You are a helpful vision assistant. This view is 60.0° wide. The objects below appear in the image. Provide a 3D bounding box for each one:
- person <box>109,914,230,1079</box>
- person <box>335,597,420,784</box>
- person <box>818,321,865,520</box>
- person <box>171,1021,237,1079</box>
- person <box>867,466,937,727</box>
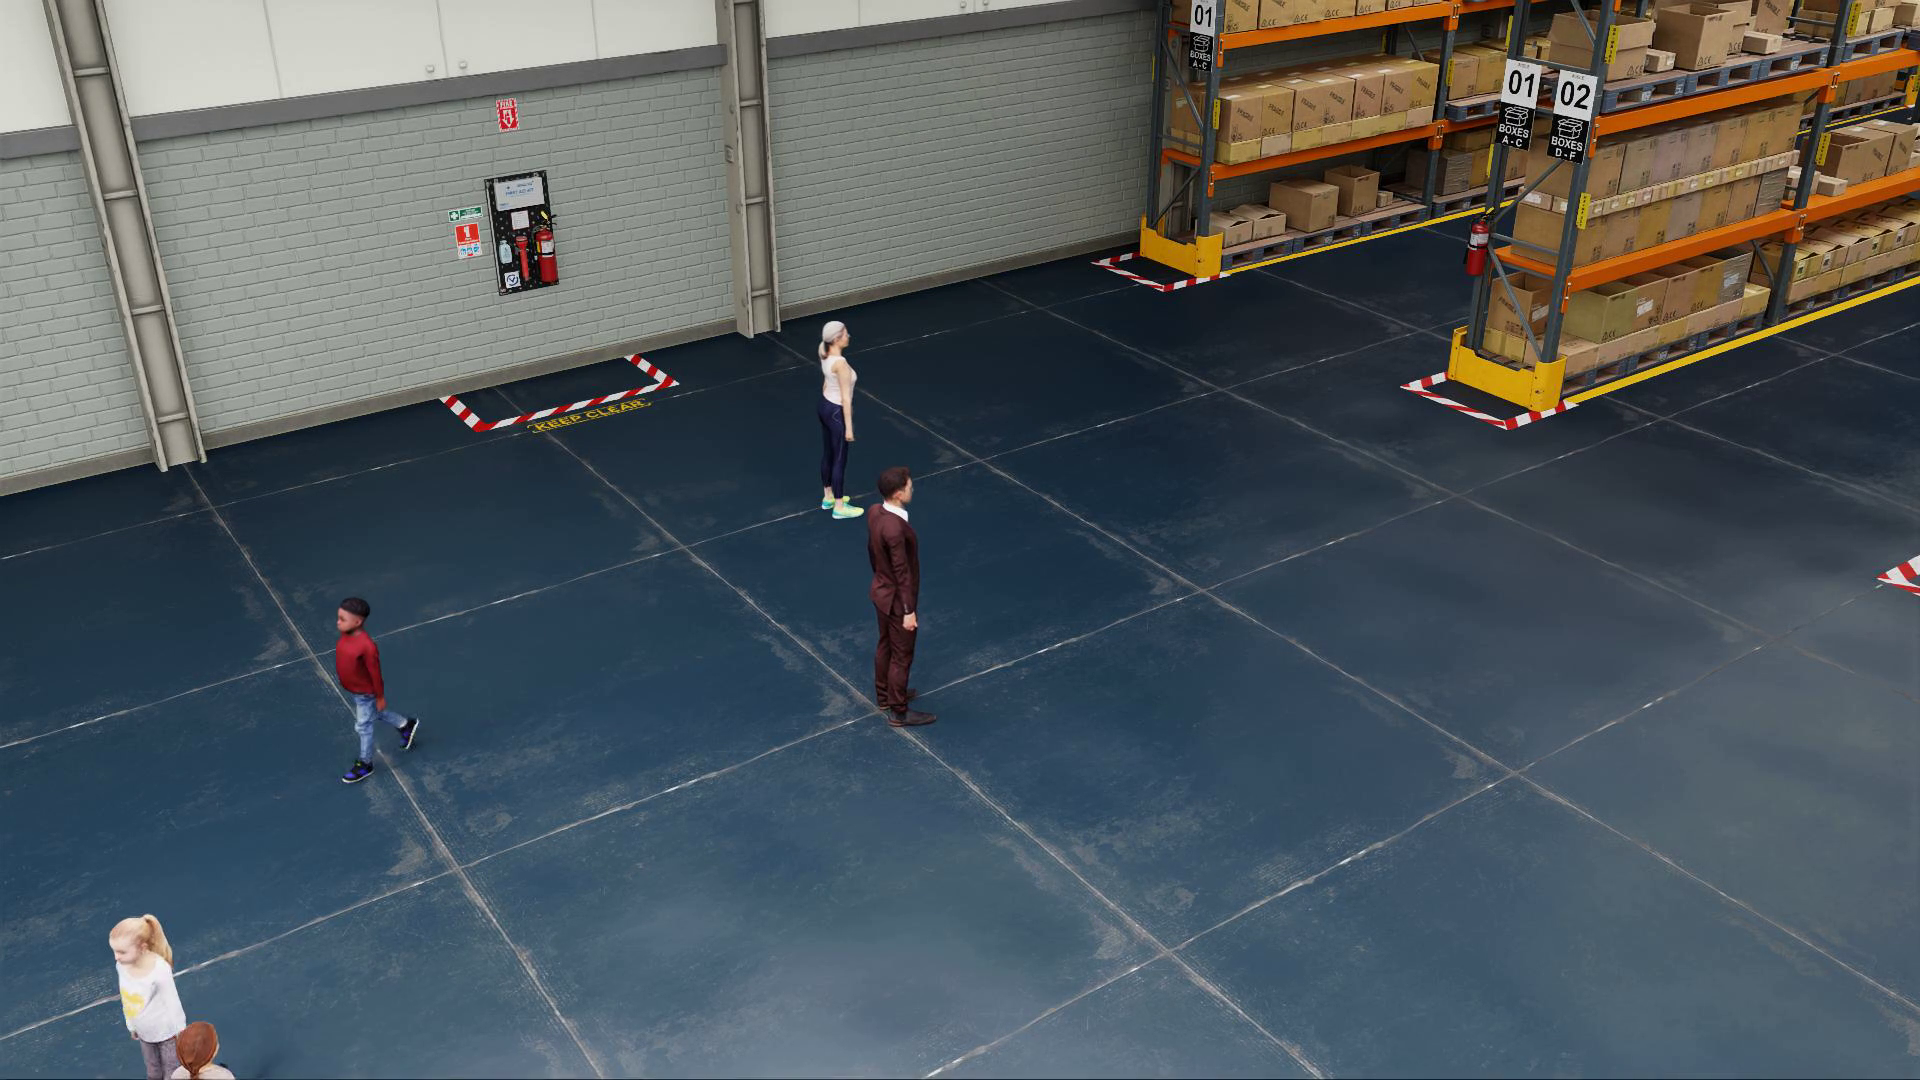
[{"bbox_3d":[-3.774,2.298,7.948,0.665,1.269,0.753,11,29,20],"label":"person"},{"bbox_3d":[-3.768,0.911,10.669,0.605,1.242,0.866,24,36,38],"label":"person"},{"bbox_3d":[-1.043,-1.021,13.920,0.582,1.701,0.625,-12,30,-23],"label":"person"},{"bbox_3d":[-3.305,2.632,7.380,0.541,1.194,0.605,4,27,7],"label":"person"},{"bbox_3d":[-0.430,0.367,11.047,0.661,1.864,0.733,-11,29,-21],"label":"person"}]
